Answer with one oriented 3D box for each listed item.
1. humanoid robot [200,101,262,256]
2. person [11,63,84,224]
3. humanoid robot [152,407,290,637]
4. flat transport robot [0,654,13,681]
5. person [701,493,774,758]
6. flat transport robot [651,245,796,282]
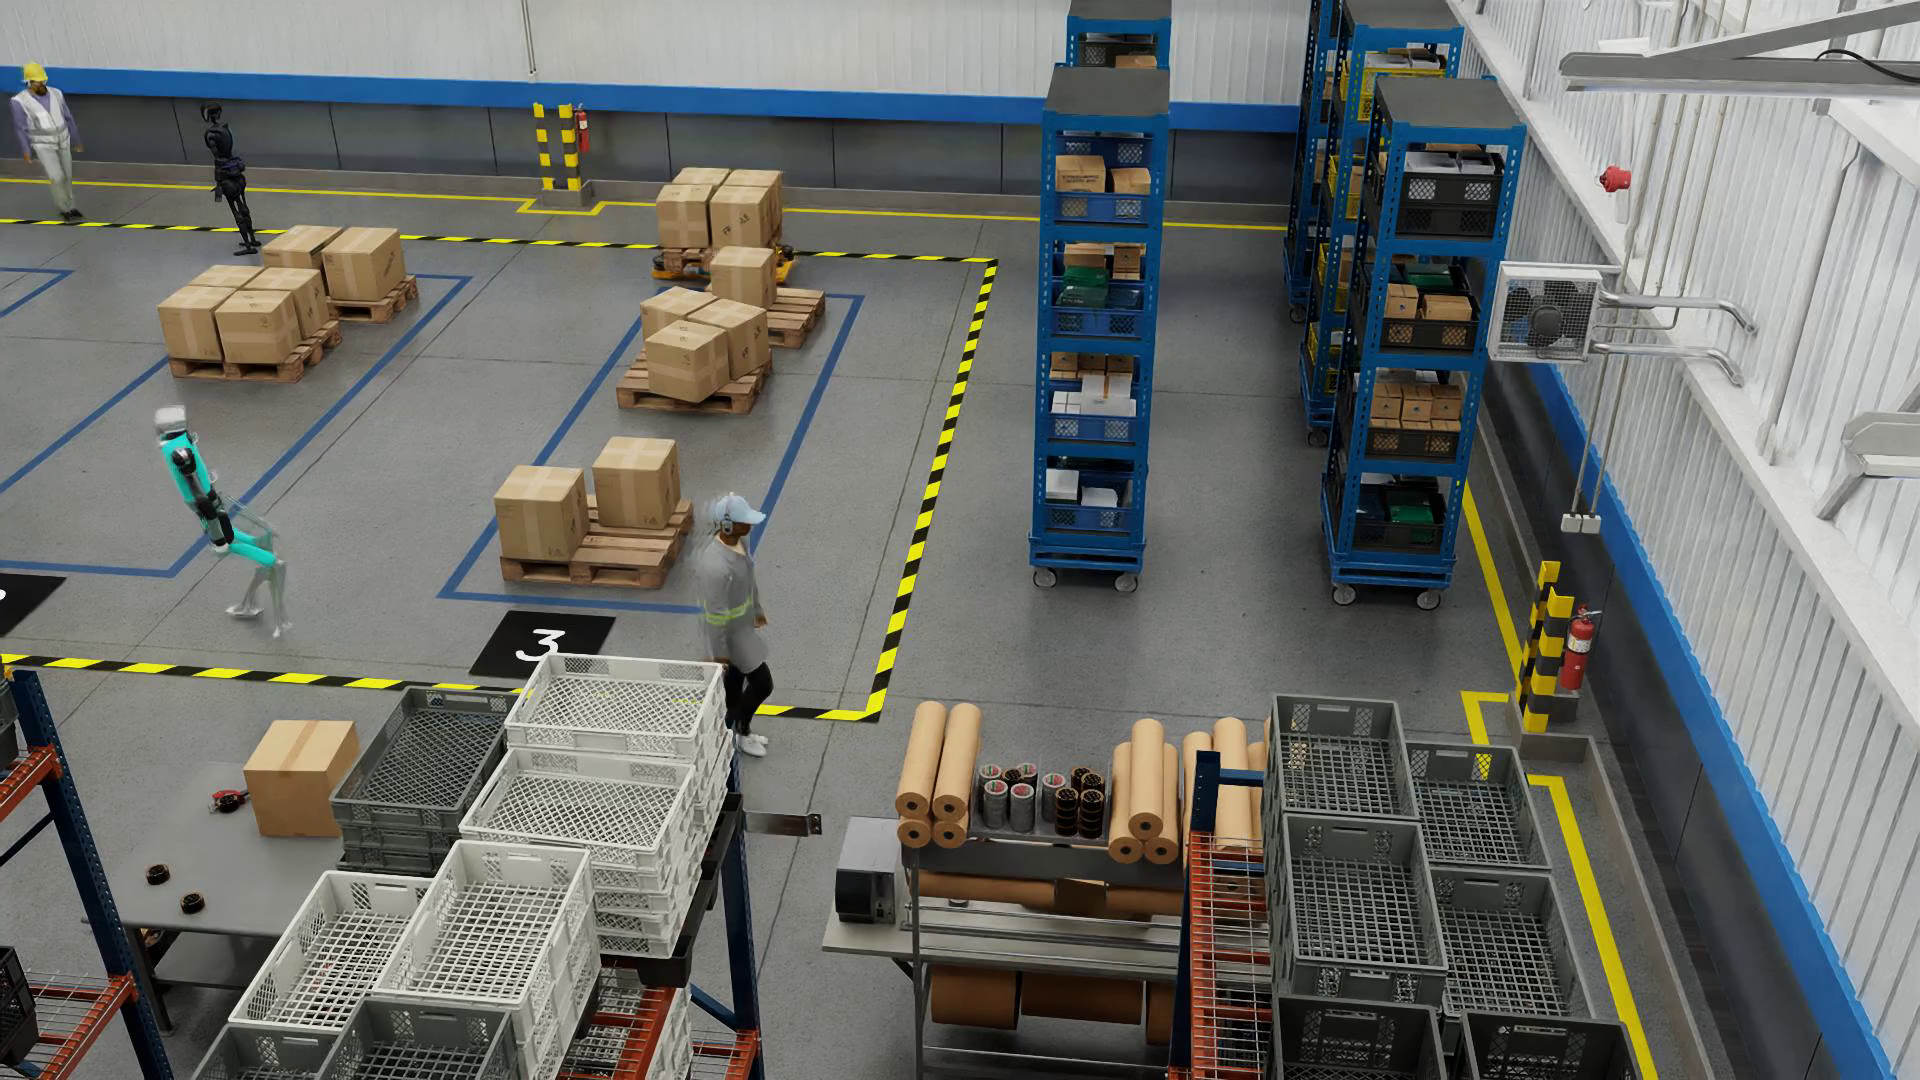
[{"bbox_3d":[-7.913,-3.919,17.991,0.315,1.656,0.599,-3,30,-4],"label":"humanoid robot"},{"bbox_3d":[-10.254,-4.484,18.836,0.574,1.810,0.630,18,35,28],"label":"person"},{"bbox_3d":[-4.978,-0.149,11.466,0.780,1.769,0.540,-19,35,-29],"label":"humanoid robot"},{"bbox_3d":[-7.142,0.969,11.010,1.431,0.231,0.659,3,30,6],"label":"flat transport robot"},{"bbox_3d":[-1.326,0.533,10.195,0.461,1.836,0.620,3,30,5],"label":"person"},{"bbox_3d":[-2.522,-2.984,17.771,1.431,0.197,0.652,3,30,6],"label":"flat transport robot"}]
